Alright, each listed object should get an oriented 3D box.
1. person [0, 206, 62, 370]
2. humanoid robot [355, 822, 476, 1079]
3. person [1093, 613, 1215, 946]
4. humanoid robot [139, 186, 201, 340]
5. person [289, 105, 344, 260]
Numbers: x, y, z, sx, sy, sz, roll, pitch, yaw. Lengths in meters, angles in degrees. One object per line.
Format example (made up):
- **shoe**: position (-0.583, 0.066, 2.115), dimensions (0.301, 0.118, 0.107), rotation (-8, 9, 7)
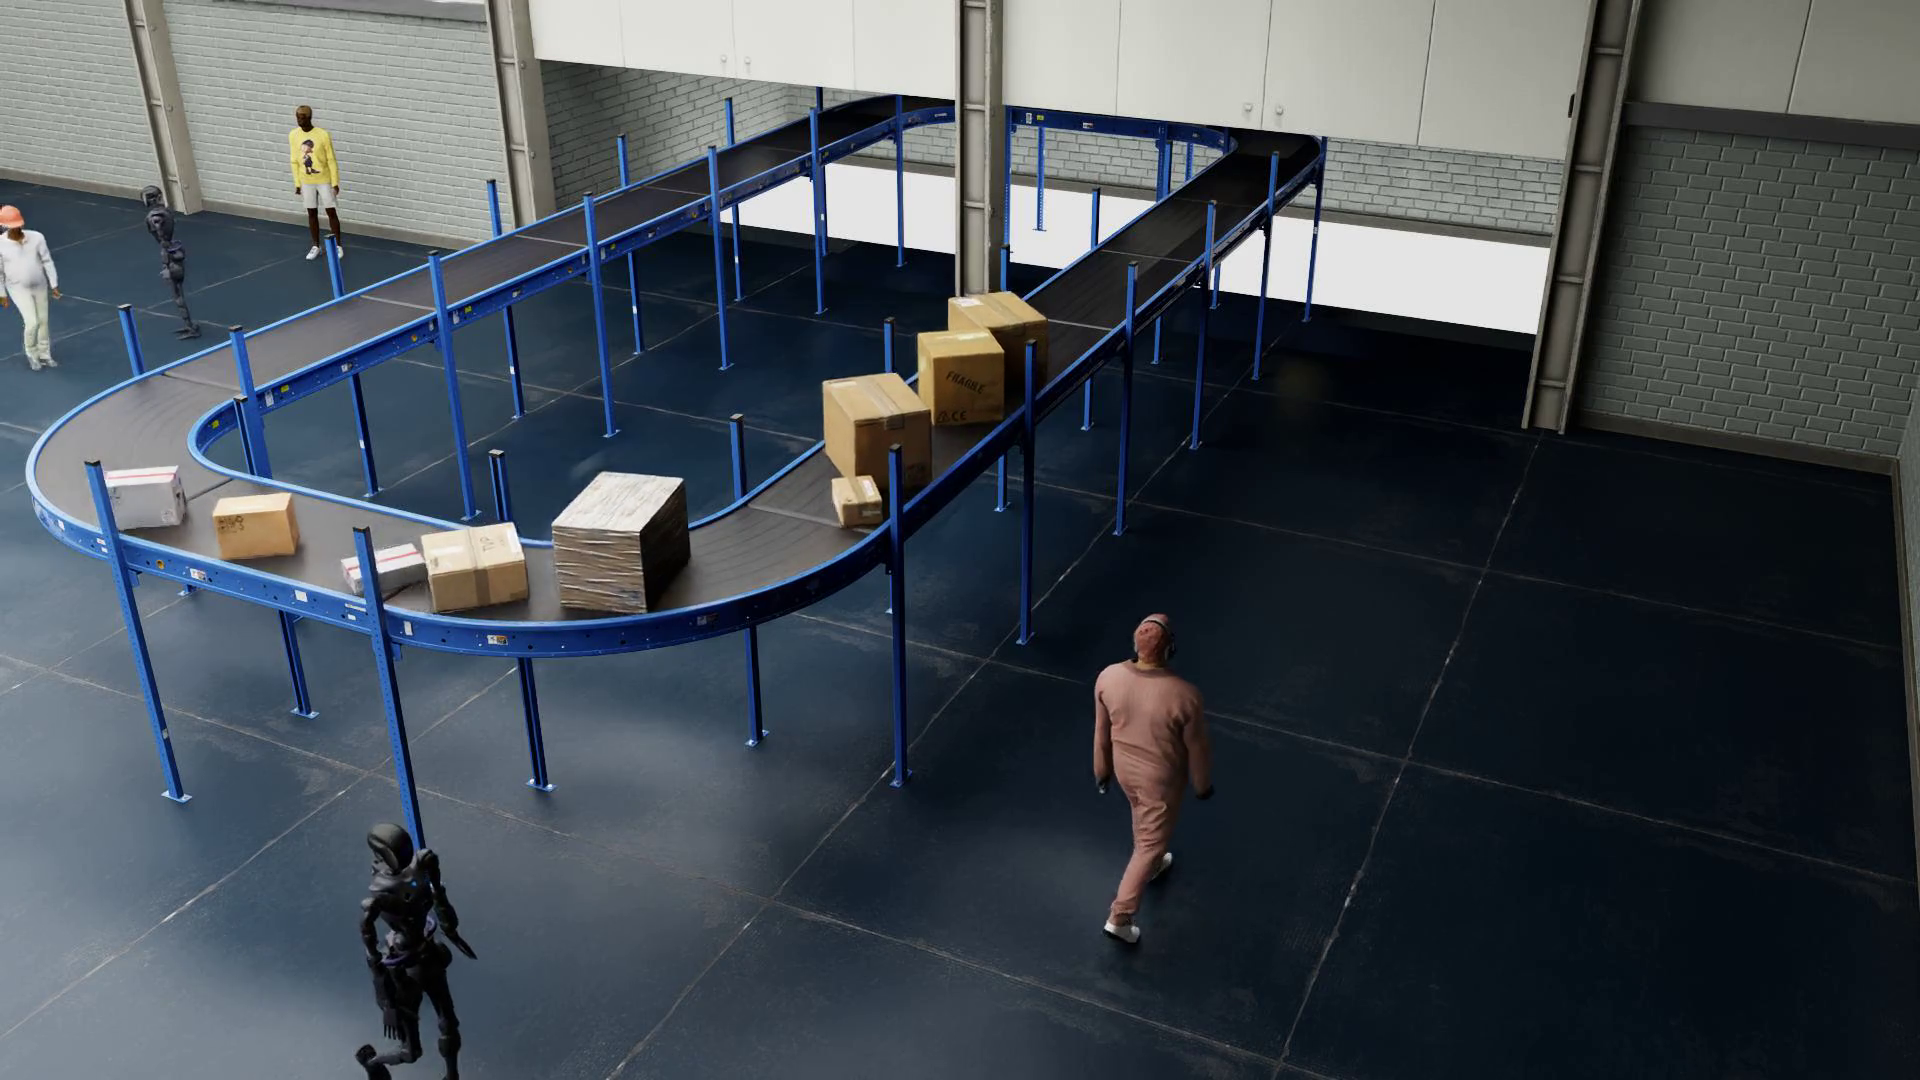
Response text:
- **person**: position (-9.531, -2.578, 17.028), dimensions (0.428, 1.728, 0.552), rotation (19, 32, 33)
- **humanoid robot**: position (-2.644, 1.986, 7.902), dimensions (0.576, 1.644, 0.604), rotation (10, 28, 20)
- **person**: position (1.020, 1.281, 9.098), dimensions (0.645, 1.867, 0.934), rotation (20, 33, 35)
- **humanoid robot**: position (-8.518, -3.006, 17.947), dimensions (0.321, 1.648, 0.608), rotation (-10, 28, -19)
- **person**: position (-7.945, -4.420, 20.550), dimensions (0.544, 1.899, 0.381), rotation (-1, 26, -2)
